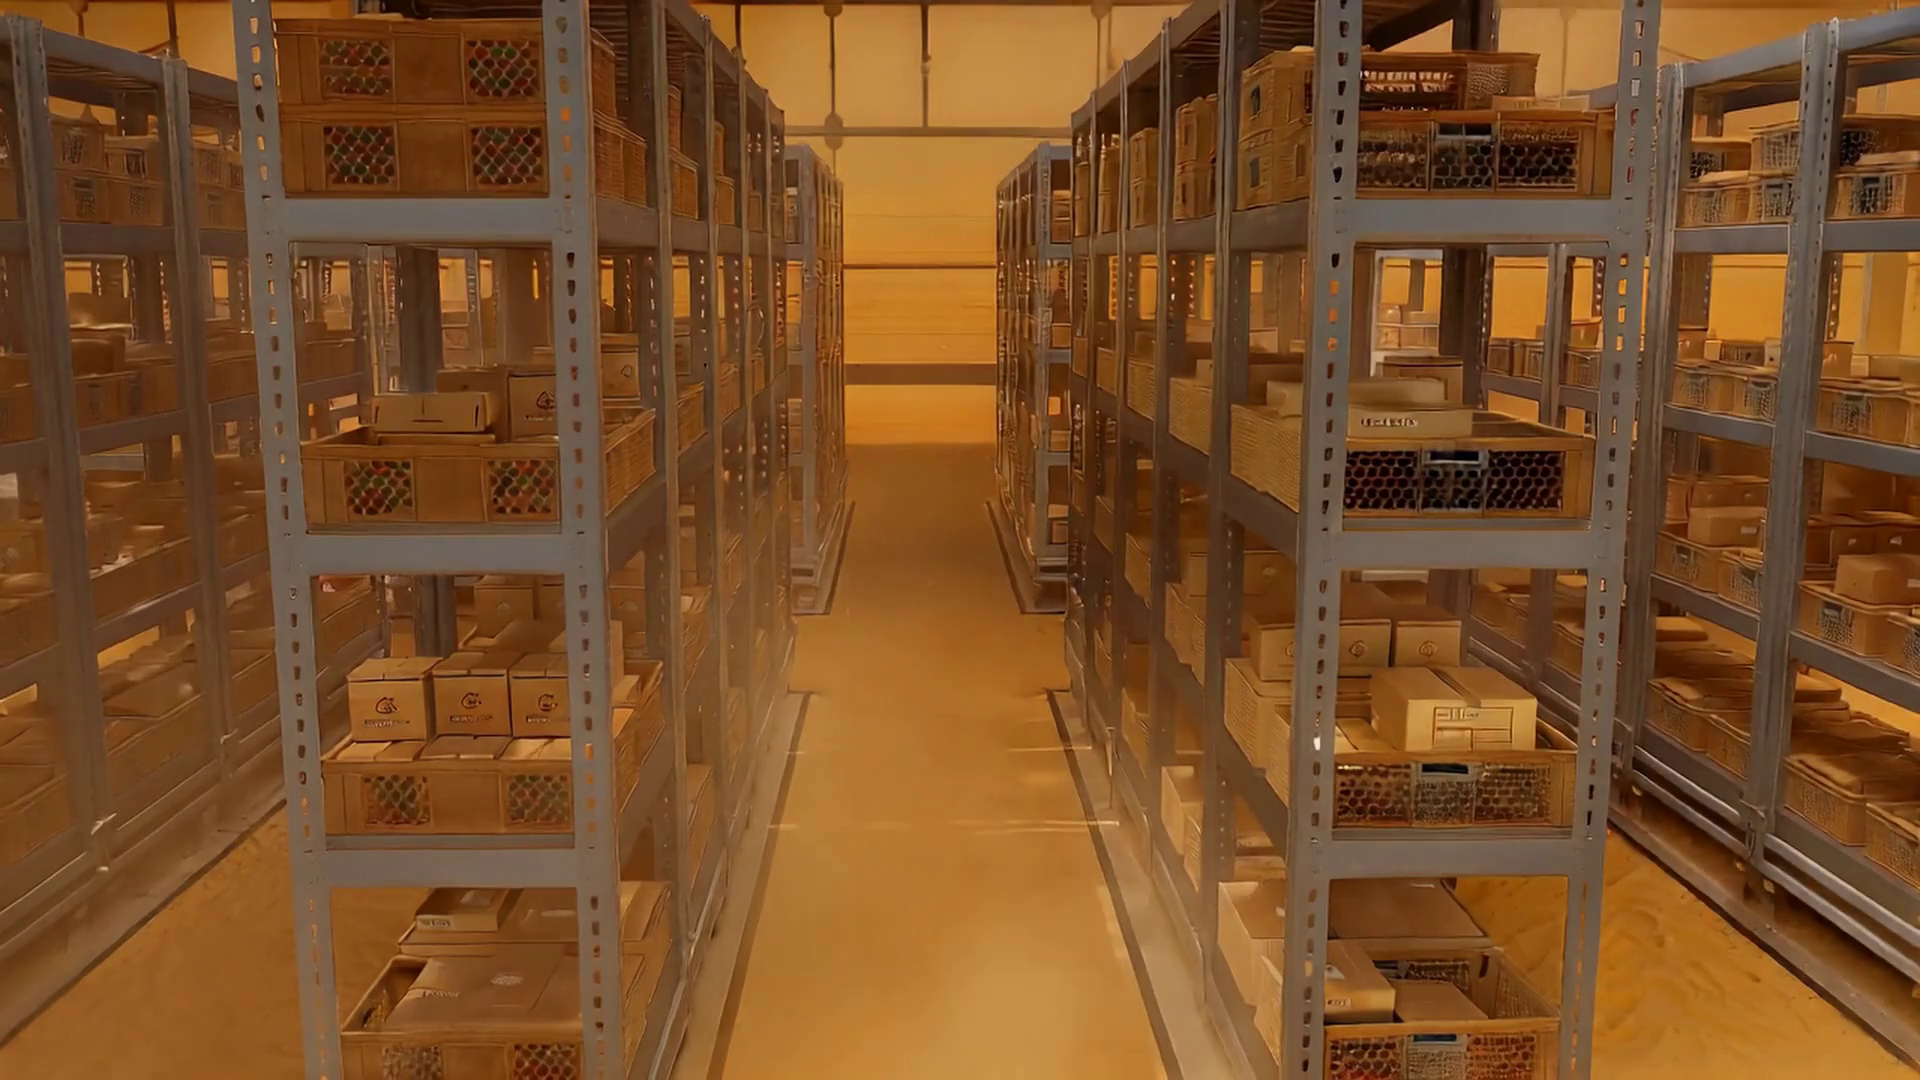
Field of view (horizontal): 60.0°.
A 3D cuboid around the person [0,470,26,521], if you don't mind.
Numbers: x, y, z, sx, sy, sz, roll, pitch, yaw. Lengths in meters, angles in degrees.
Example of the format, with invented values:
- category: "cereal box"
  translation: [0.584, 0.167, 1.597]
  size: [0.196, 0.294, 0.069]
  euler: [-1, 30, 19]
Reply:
- category: "person"
  translation: [-7.384, -0.340, 12.903]
  size: [0.565, 1.822, 0.526]
  euler: [-1, 9, -3]
